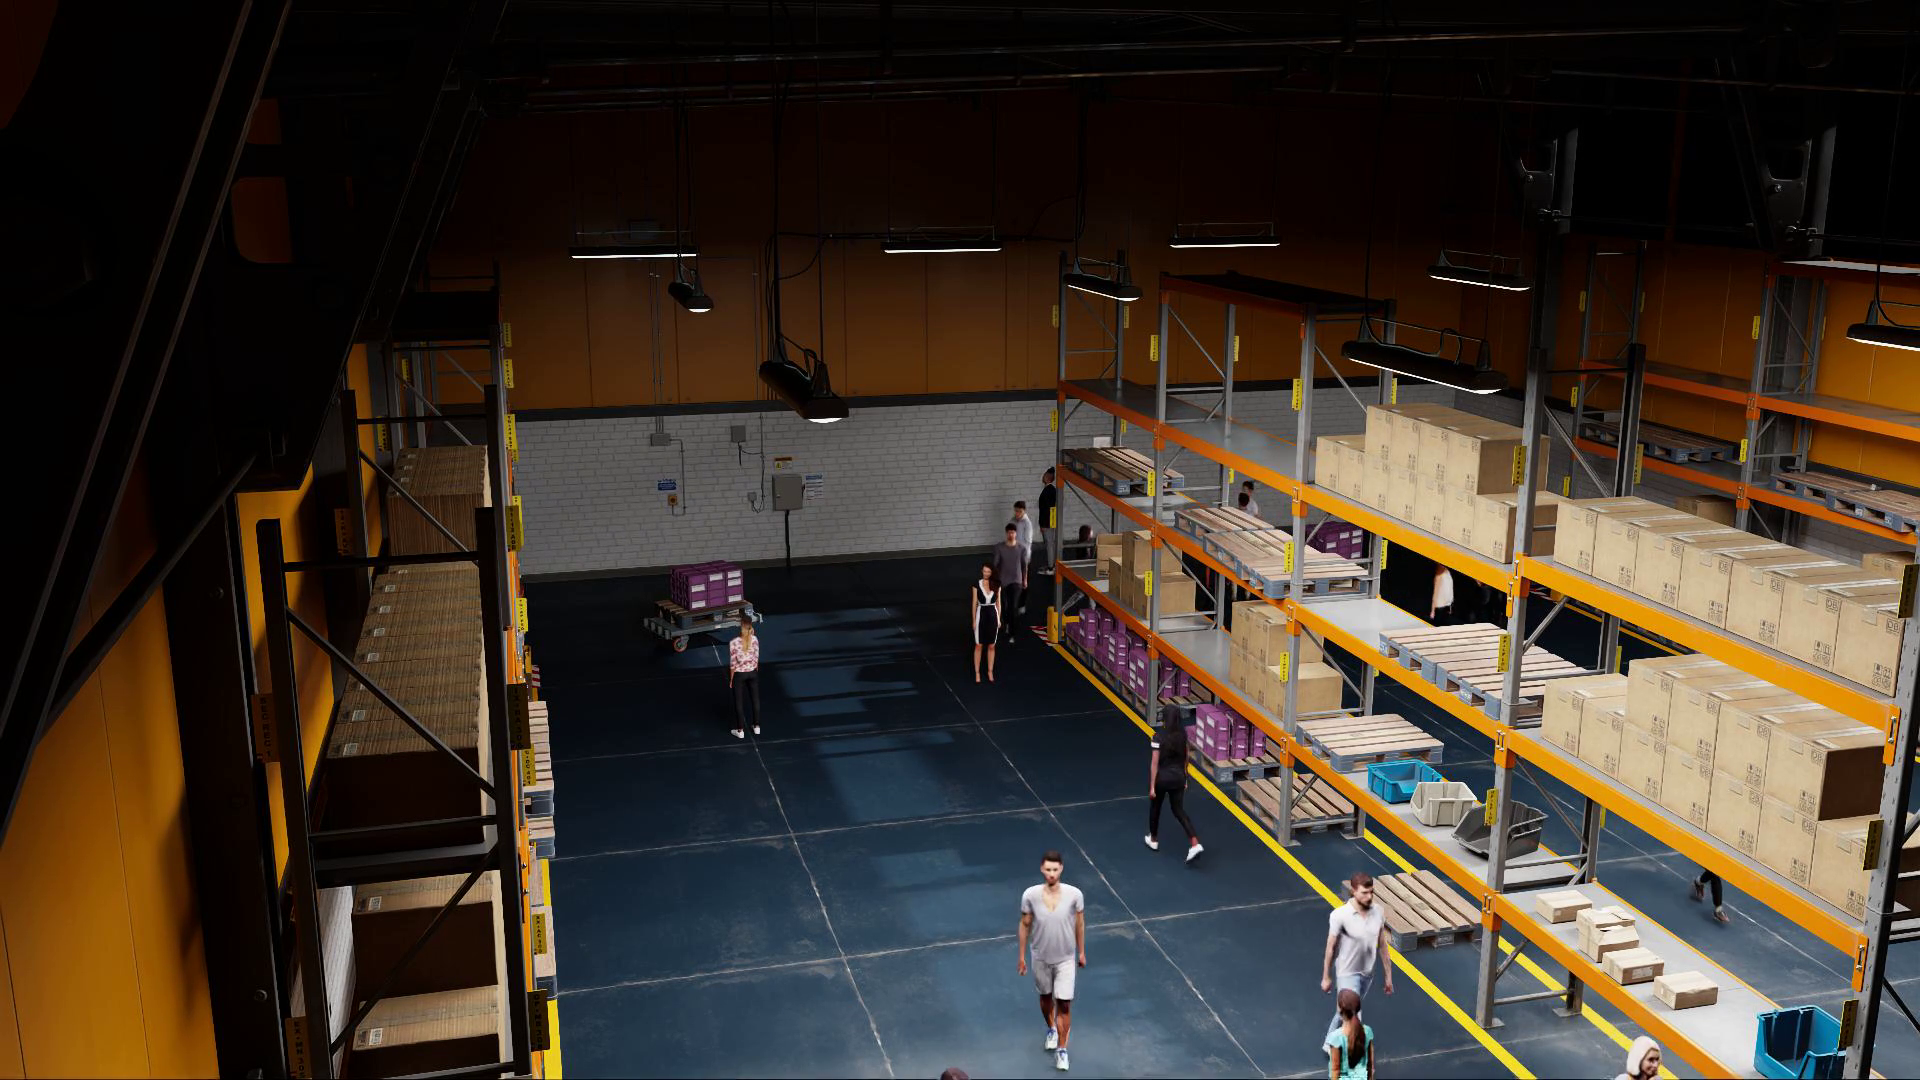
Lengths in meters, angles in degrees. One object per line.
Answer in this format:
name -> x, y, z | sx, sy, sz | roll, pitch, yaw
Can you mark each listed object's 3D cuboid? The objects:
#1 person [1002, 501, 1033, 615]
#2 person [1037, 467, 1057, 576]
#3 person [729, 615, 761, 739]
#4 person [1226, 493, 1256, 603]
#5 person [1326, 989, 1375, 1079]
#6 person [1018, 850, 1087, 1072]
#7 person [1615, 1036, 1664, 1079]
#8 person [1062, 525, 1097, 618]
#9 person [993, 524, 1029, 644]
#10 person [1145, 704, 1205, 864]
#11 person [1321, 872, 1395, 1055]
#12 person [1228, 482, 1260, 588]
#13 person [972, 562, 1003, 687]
person -> 1.018, 0.285, 27.213 | 0.972, 1.895, 0.910 | -12, 18, -41
person -> 1.590, -0.357, 29.752 | 0.855, 1.949, 0.725 | 3, 14, 14
person -> -2.805, 1.762, 21.674 | 0.630, 1.632, 0.602 | -8, 16, -31
person -> 4.734, 0.114, 28.021 | 0.646, 1.848, 0.547 | -3, 14, -13
person -> 2.902, 4.096, 12.248 | 0.573, 1.533, 0.898 | -4, 14, -14
person -> 0.799, 3.479, 14.157 | 0.930, 1.833, 1.061 | 2, 14, 8
person -> 4.584, 4.187, 11.492 | 0.593, 1.710, 0.823 | -3, 14, -13
person -> 1.962, 0.565, 26.730 | 0.742, 1.578, 1.004 | -2, 14, -8
person -> 0.783, 0.646, 25.912 | 0.976, 1.807, 1.279 | 1, 14, 4
person -> 2.315, 2.643, 17.895 | 0.798, 1.697, 1.193 | -7, 15, -27
person -> 3.220, 3.588, 13.781 | 0.788, 1.796, 1.223 | -6, 15, -22
person -> 5.001, -0.113, 28.957 | 0.838, 1.848, 0.977 | -6, 15, -25
person -> 0.377, 1.178, 23.736 | 0.579, 1.796, 0.493 | -3, 14, -12
